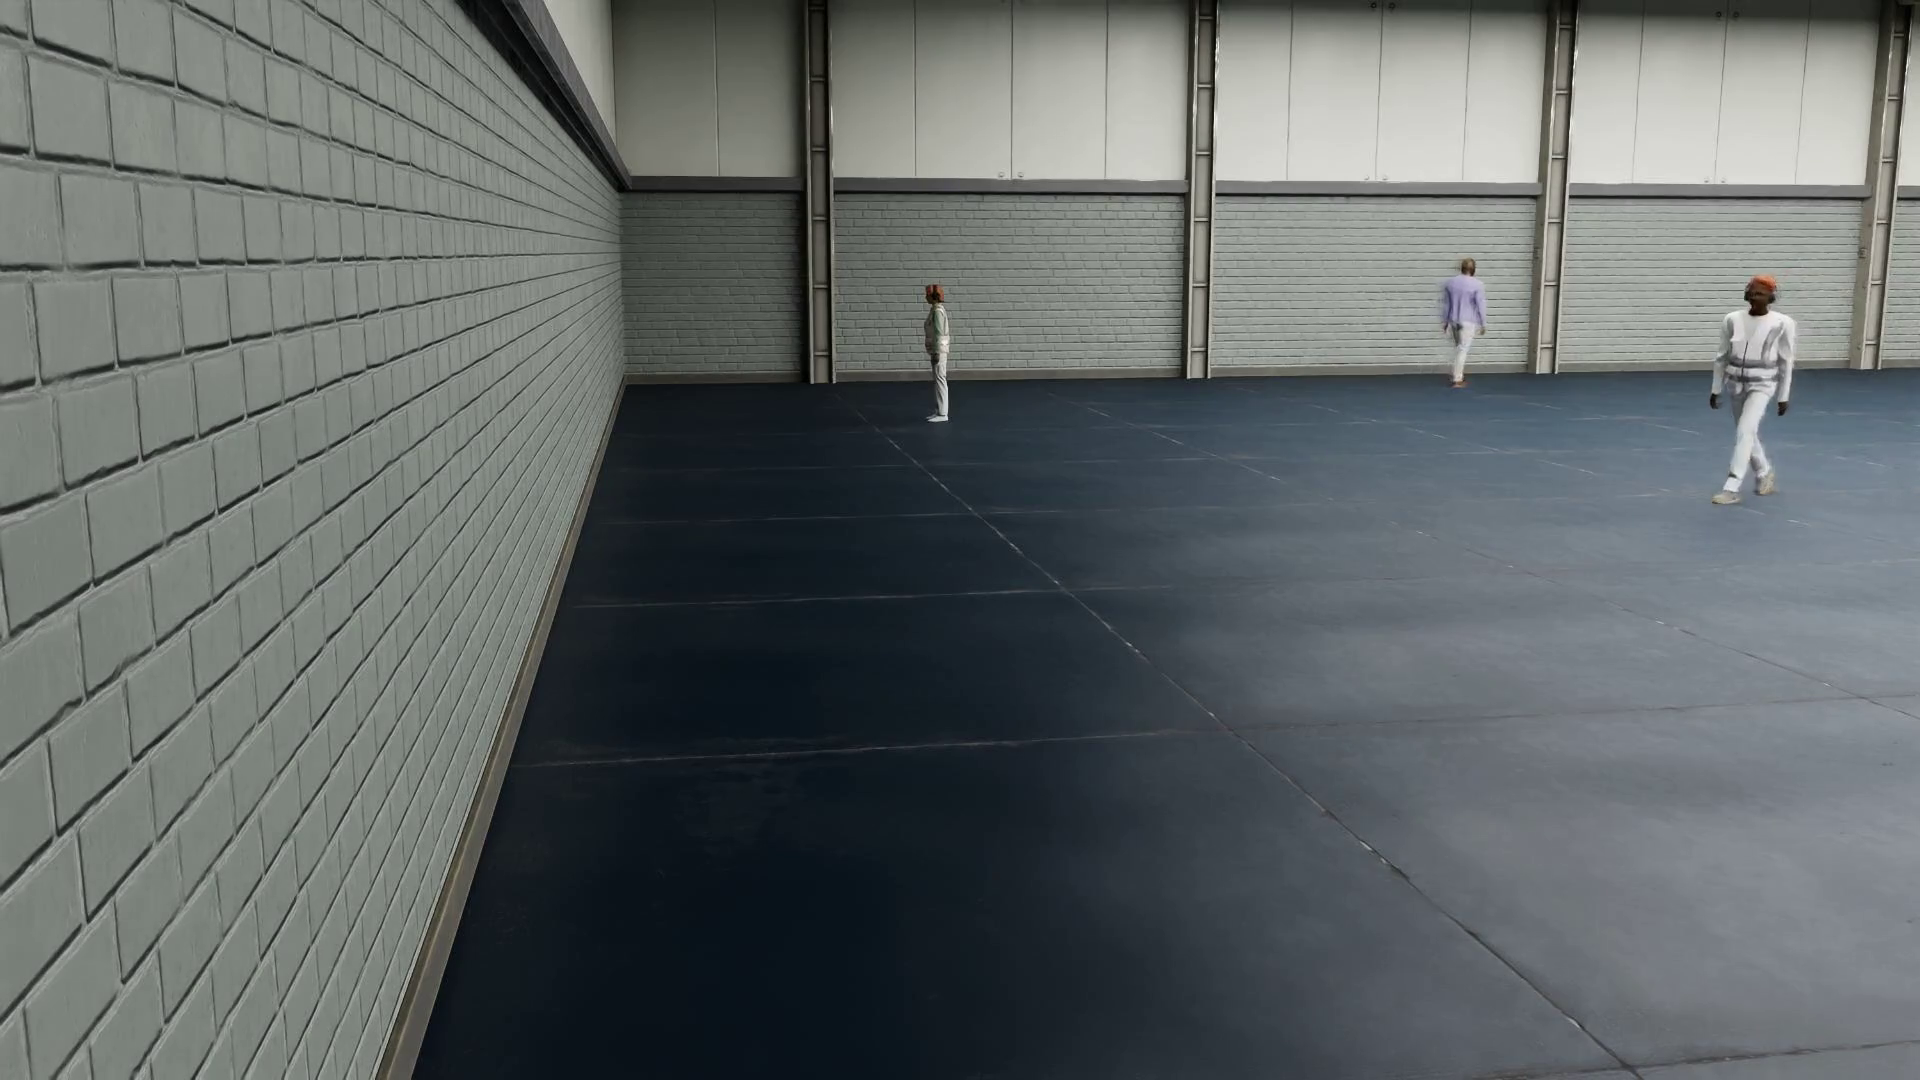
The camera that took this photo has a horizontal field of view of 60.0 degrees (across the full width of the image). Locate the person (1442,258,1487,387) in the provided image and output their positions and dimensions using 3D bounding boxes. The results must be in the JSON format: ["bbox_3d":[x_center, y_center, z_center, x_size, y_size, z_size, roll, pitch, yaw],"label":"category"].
[{"bbox_3d":[7.575,-3.239,24.854,0.737,1.910,0.655,-8,13,-40],"label":"person"}]

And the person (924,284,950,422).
[{"bbox_3d":[-0.275,-2.214,19.750,0.310,1.636,0.522,-1,10,-4],"label":"person"}]

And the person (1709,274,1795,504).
[{"bbox_3d":[6.465,-1.233,13.512,0.956,1.845,0.587,-8,12,-37],"label":"person"}]
